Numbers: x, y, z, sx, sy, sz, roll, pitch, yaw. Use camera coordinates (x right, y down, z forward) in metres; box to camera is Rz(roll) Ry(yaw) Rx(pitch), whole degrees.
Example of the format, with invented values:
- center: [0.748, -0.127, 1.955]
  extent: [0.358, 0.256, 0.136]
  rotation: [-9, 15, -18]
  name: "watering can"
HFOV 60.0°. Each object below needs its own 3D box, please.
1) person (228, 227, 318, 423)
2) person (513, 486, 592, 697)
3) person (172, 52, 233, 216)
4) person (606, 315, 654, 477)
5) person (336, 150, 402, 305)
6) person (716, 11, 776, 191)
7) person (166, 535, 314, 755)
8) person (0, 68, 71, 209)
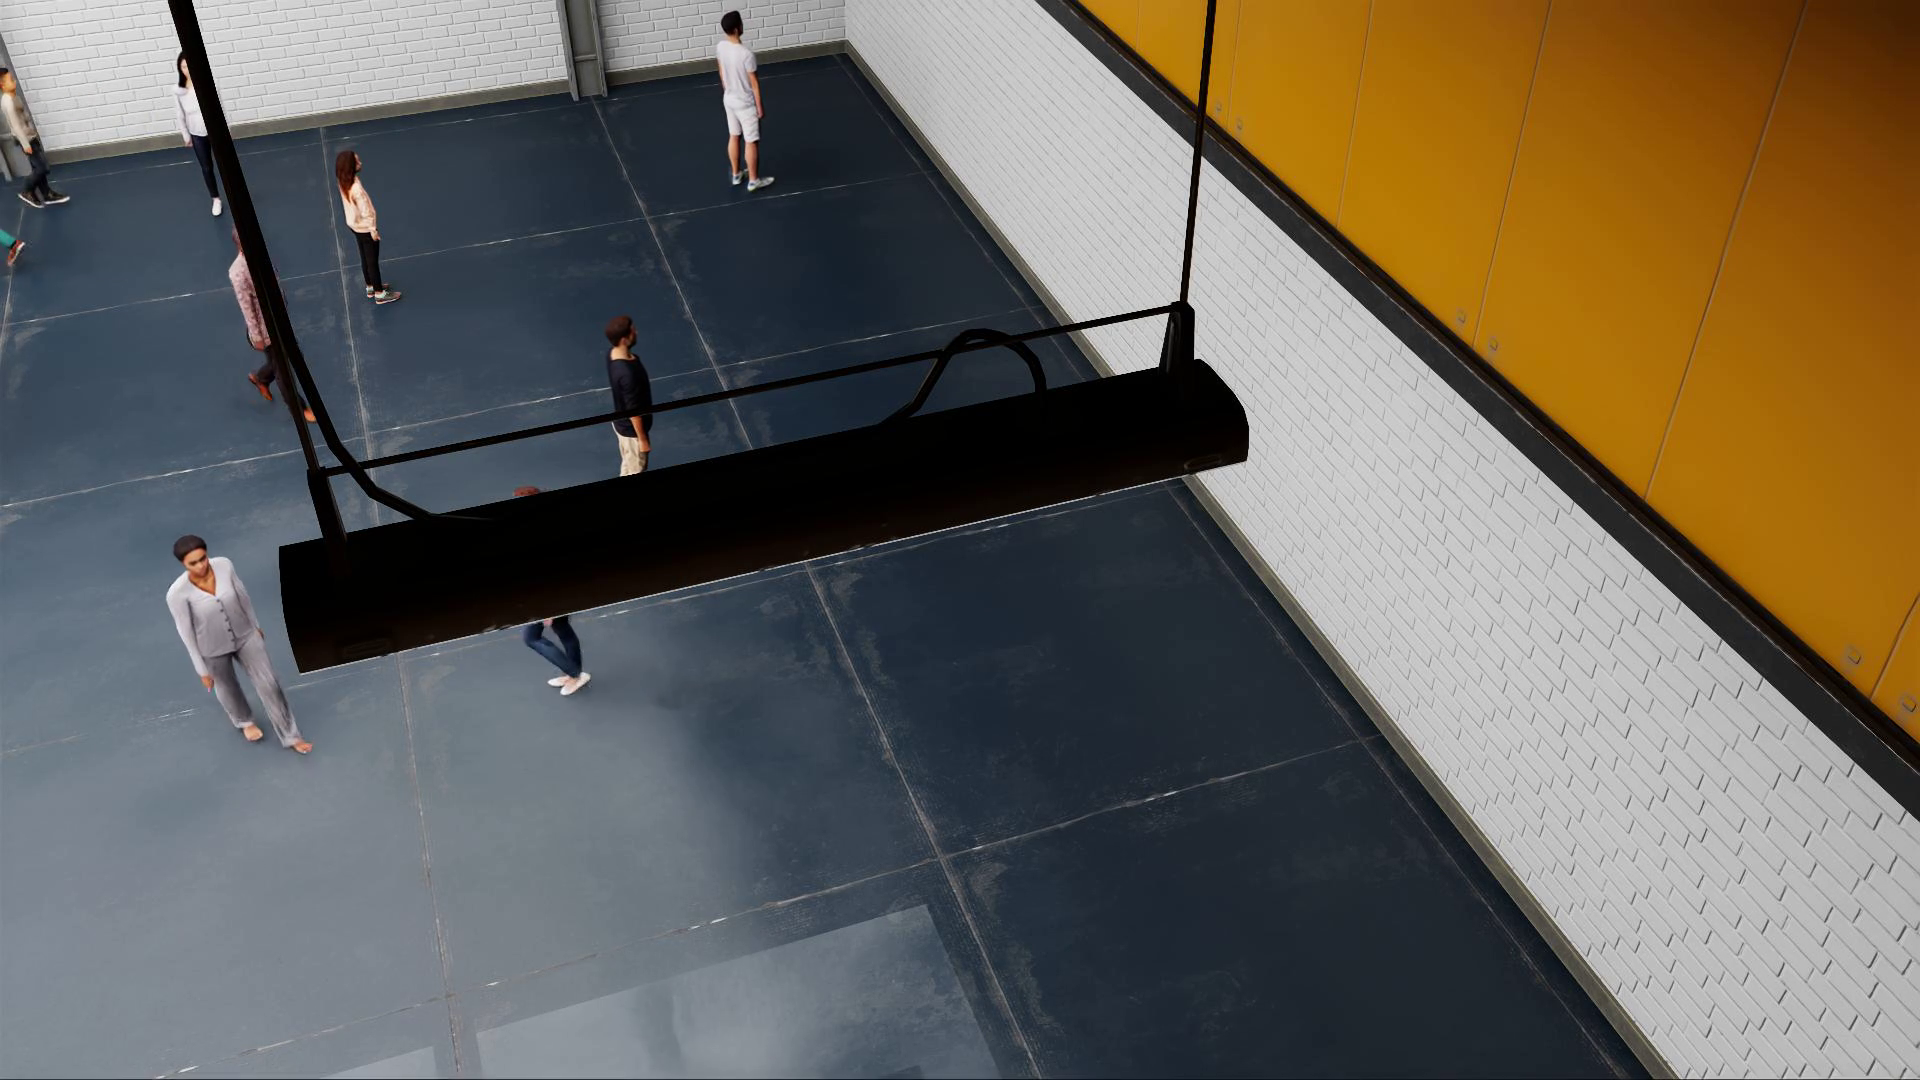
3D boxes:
- center: [-5.721, -1.763, 13.630]
  extent: [1.094, 1.787, 0.965]
  rotation: [7, 39, 8]
  name: "person"
- center: [-2.655, 0.351, 11.039]
  extent: [0.763, 1.719, 0.708]
  rotation: [4, 39, 6]
  name: "person"
- center: [-7.488, -4.061, 16.581]
  extent: [0.502, 1.698, 0.687]
  rotation: [-9, 40, -11]
  name: "person"
- center: [-2.463, -0.850, 12.436]
  extent: [0.559, 1.851, 0.645]
  rotation: [-15, 41, -18]
  name: "person"
- center: [-5.481, -2.889, 15.284]
  extent: [0.606, 1.483, 0.631]
  rotation: [-28, 46, -30]
  name: "person"
- center: [-2.239, -4.492, 16.993]
  extent: [0.766, 1.856, 0.765]
  rotation: [27, 46, 29]
  name: "person"
- center: [-4.772, 0.623, 10.705]
  extent: [0.981, 1.711, 1.008]
  rotation: [30, 47, 32]
  name: "person"
- center: [-9.458, -4.016, 16.715]
  extent: [0.634, 1.459, 0.552]
  rotation: [-13, 40, -15]
  name: "person"
